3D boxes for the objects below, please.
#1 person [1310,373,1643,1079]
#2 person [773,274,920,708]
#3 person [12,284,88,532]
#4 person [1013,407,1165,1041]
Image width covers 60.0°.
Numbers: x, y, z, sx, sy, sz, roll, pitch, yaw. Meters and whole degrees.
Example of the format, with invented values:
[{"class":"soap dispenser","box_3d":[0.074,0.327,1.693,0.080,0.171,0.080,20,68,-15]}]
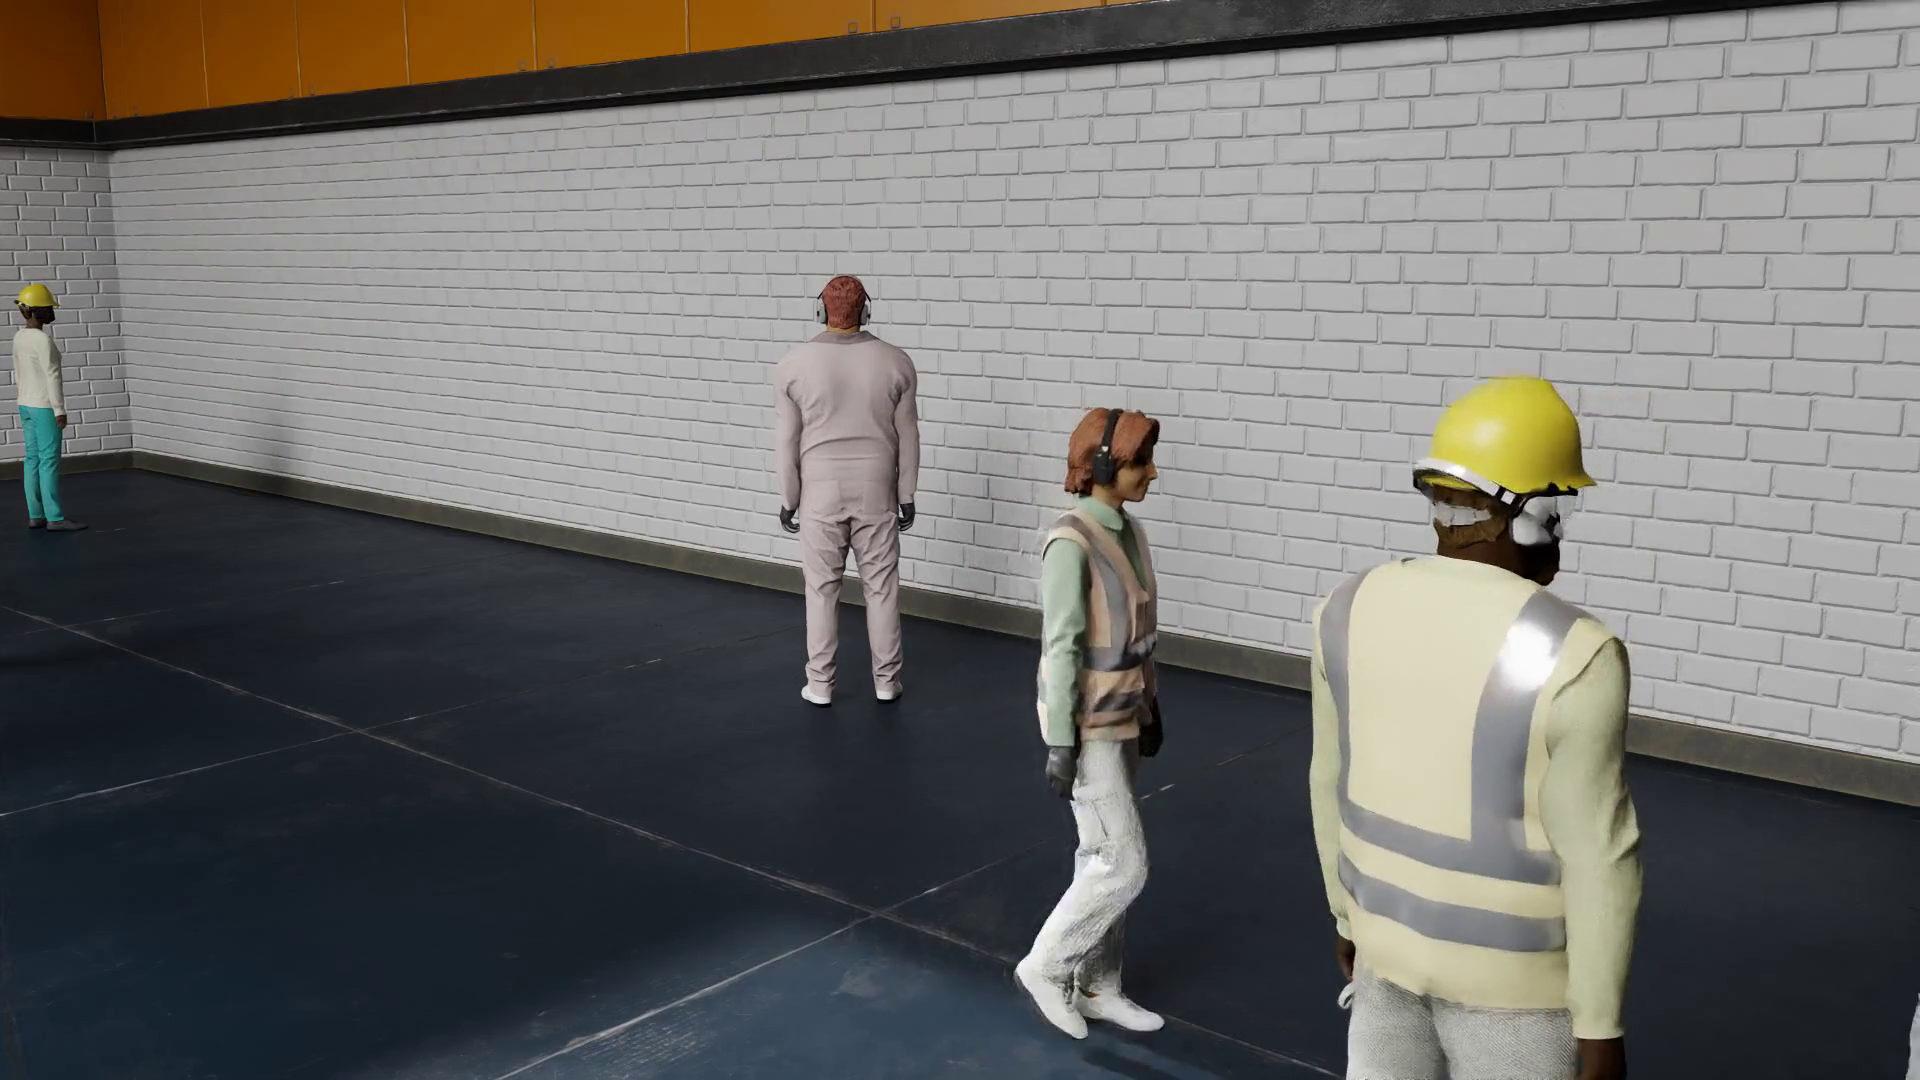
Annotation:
[{"class":"person","box_3d":[0.833,0.647,2.700,0.403,1.829,0.596,-7,12,-34]},{"class":"person","box_3d":[-0.498,-0.207,7.341,0.641,1.909,0.409,-2,10,-10]},{"class":"person","box_3d":[-6.558,-0.941,11.919,0.523,1.769,0.319,8,13,37]},{"class":"person","box_3d":[0.367,0.477,4.205,0.358,1.625,0.546,4,11,23]}]
